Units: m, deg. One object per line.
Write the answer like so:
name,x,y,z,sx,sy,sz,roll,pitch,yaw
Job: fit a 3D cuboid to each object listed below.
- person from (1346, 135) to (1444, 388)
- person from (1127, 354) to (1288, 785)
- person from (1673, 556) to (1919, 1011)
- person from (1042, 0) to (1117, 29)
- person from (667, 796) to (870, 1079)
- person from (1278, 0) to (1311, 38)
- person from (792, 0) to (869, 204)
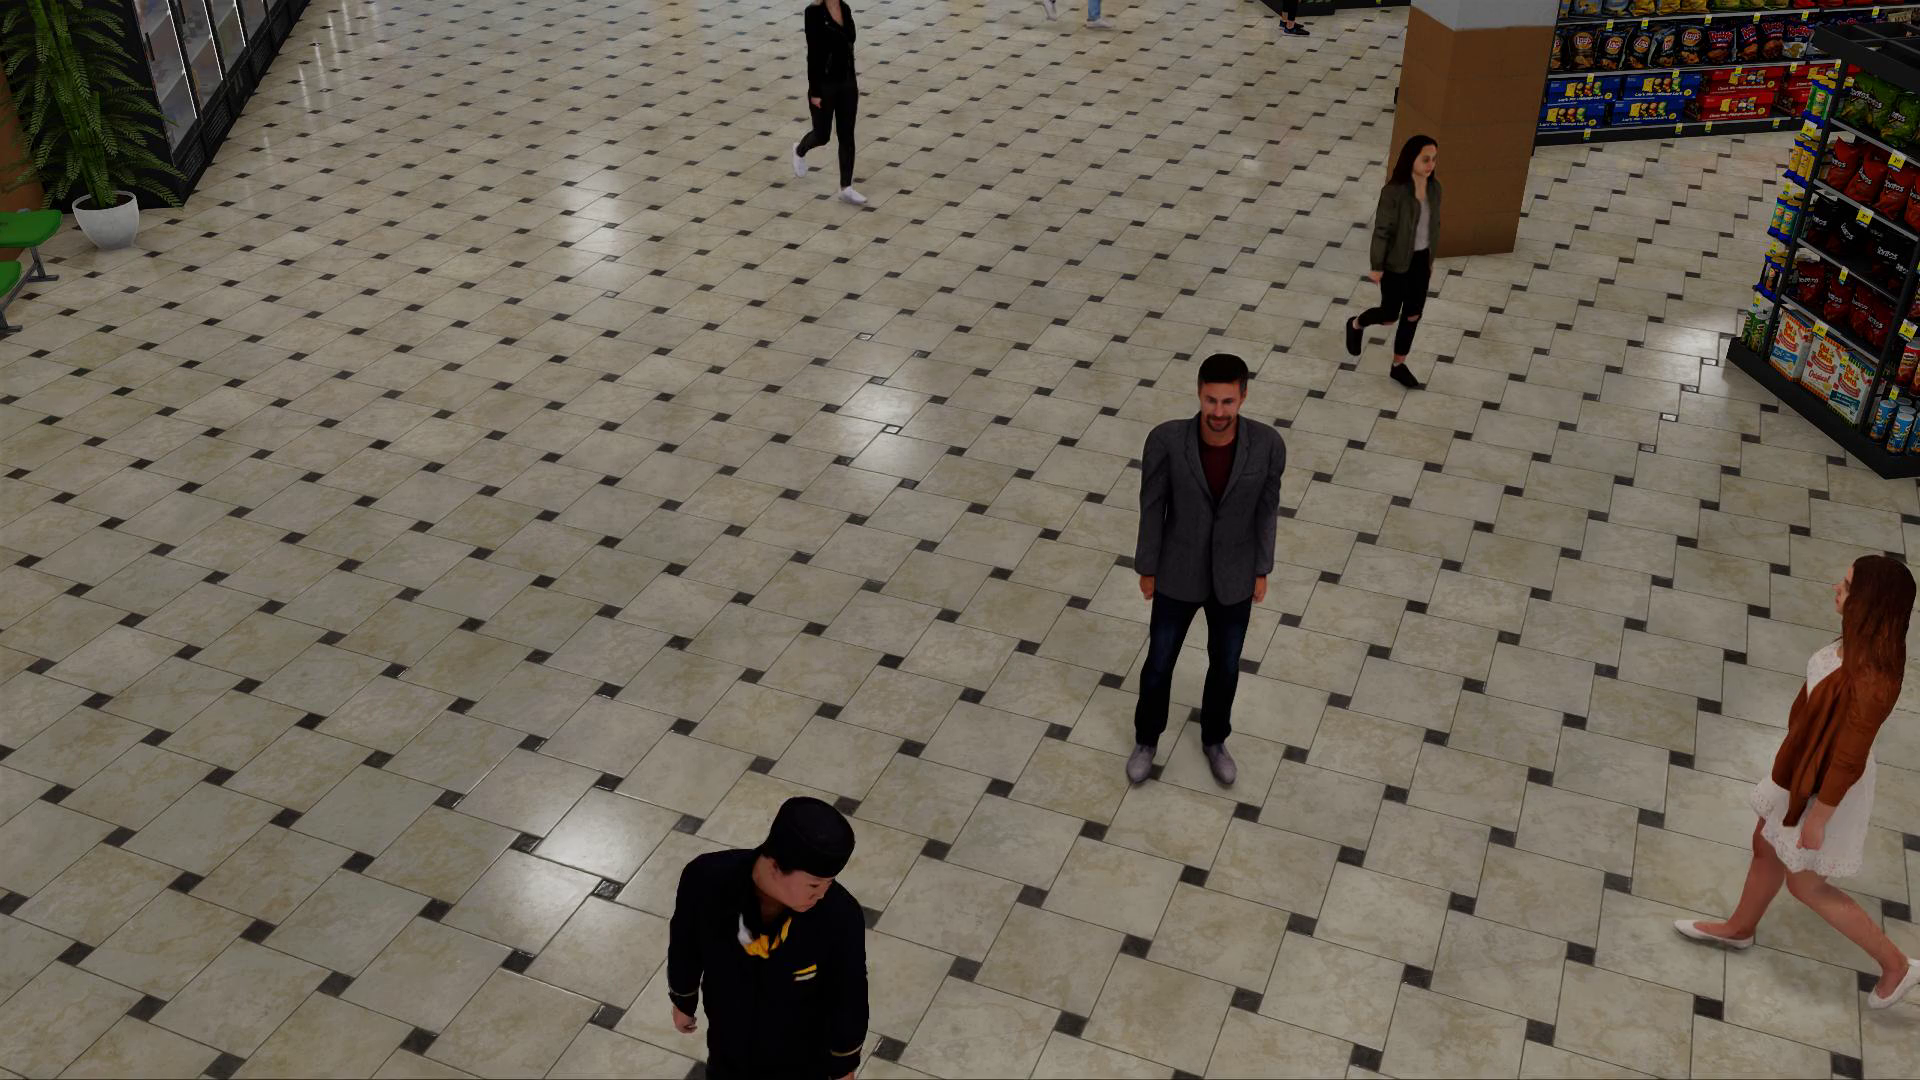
person,2.509,-1.616,9.552,0.792,1.464,0.763,-14,35,-21
person,0.935,0.127,6.367,0.594,1.871,0.795,1,32,2
person,2.913,0.826,5.408,1.097,1.697,0.974,15,35,23
person,1.165,-5.849,16.006,1.096,1.833,0.950,11,34,17
person,-0.559,1.339,4.624,0.750,1.654,0.898,18,36,26
person,3.273,-5.729,15.942,0.617,1.699,0.626,0,32,0
person,-0.985,-3.284,12.039,1.008,1.669,0.979,-27,41,-36
